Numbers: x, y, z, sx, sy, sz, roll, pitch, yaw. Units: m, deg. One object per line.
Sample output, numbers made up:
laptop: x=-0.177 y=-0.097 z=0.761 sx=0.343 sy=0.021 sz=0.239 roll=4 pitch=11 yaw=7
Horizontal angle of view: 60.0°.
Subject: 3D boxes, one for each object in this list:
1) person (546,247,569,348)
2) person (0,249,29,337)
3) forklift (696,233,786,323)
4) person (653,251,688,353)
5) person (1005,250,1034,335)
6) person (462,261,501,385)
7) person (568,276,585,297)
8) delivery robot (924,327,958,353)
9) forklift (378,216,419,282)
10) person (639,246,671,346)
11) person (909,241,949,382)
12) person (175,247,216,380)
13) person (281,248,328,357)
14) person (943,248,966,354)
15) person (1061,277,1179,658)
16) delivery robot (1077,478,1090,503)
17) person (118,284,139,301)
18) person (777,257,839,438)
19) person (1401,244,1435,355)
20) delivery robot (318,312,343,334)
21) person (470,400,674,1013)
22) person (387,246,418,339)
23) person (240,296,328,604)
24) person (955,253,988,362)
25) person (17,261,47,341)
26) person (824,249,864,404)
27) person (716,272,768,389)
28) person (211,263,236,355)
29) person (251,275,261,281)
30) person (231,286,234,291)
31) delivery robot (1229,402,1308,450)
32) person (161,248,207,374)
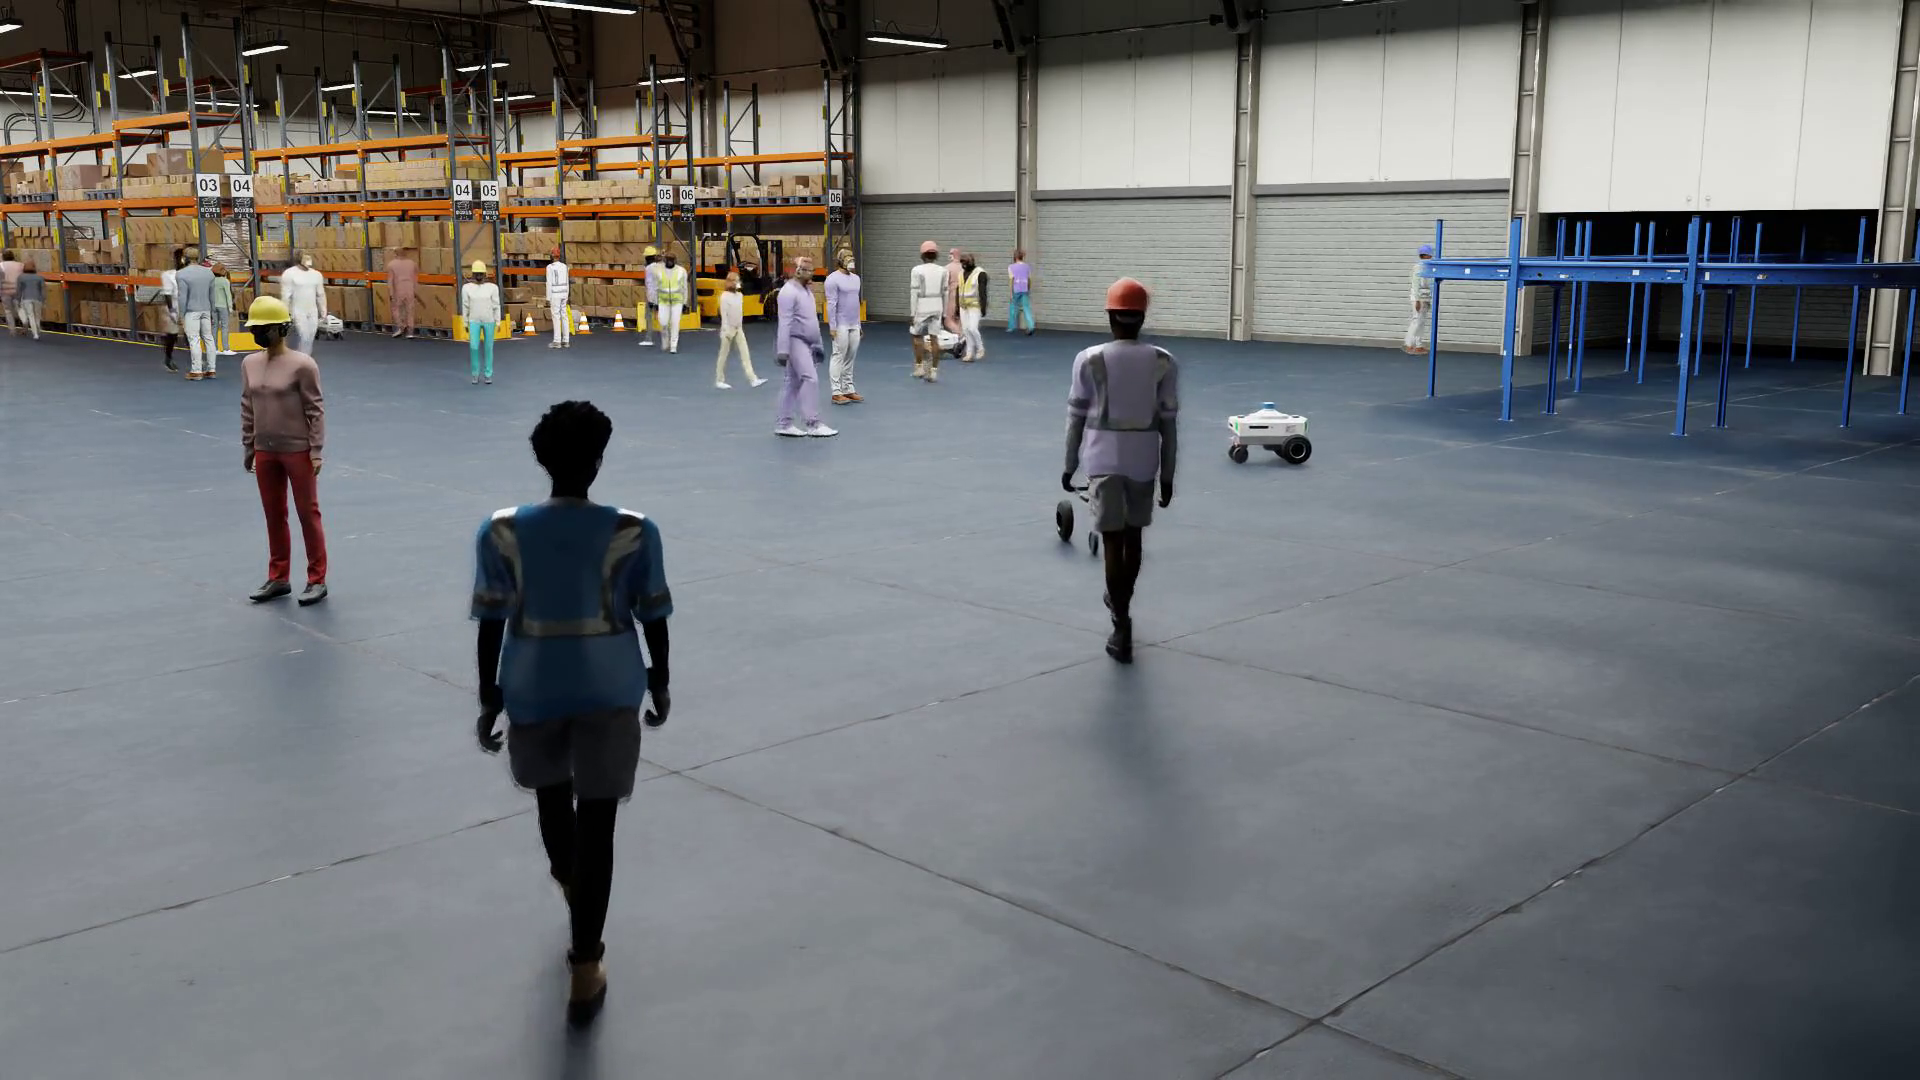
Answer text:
person: x=-7.608 y=-4.583 z=31.458 sx=0.349 sy=1.882 sz=0.573 roll=5 pitch=11 yaw=25
person: x=-19.804 y=-5.158 z=34.772 sx=0.631 sy=1.821 sz=0.645 roll=-9 pitch=14 yaw=-41
forklift: x=-5.496 y=-6.489 z=41.108 sx=2.313 sy=2.155 sz=1.214 roll=-10 pitch=14 yaw=-44
person: x=-5.214 y=-4.289 z=30.007 sx=0.621 sy=1.826 sz=0.435 roll=-1 pitch=10 yaw=-7
person: x=1.291 y=-5.288 z=35.525 sx=0.584 sy=1.806 sz=0.956 roll=-6 pitch=12 yaw=-28
person: x=-6.781 y=-3.076 z=23.604 sx=0.532 sy=1.740 sz=0.723 roll=-3 pitch=11 yaw=-14
person: x=-9.962 y=-6.712 z=42.913 sx=0.630 sy=1.935 sz=0.509 roll=-9 pitch=14 yaw=-40
delivery robot: x=-0.325 y=-3.441 z=28.707 sx=0.477 sy=0.478 sz=0.707 roll=6 pitch=12 yaw=29
forklift: x=-17.868 y=-9.201 z=54.028 sx=1.873 sy=2.768 sz=1.129 roll=-10 pitch=14 yaw=-44
person: x=-5.820 y=-4.672 z=31.864 sx=0.710 sy=1.911 sz=0.597 roll=4 pitch=11 yaw=22
person: x=-0.491 y=-3.329 z=24.223 sx=0.655 sy=2.022 sz=0.665 roll=-5 pitch=12 yaw=-27
person: x=-11.252 y=-3.338 z=24.506 sx=0.366 sy=1.940 sz=0.635 roll=5 pitch=12 yaw=26
person: x=-9.543 y=-3.297 z=24.348 sx=0.709 sy=1.911 sz=0.654 roll=7 pitch=13 yaw=34
person: x=-0.044 y=-4.242 z=29.586 sx=0.699 sy=1.879 sz=0.519 roll=-9 pitch=13 yaw=-39
person: x=0.812 y=-0.402 z=8.634 sx=0.549 sy=1.891 sz=0.962 roll=-2 pitch=11 yaw=-10
delivery robot: x=0.981 y=-0.405 z=11.441 sx=0.335 sy=0.223 sz=0.699 roll=-2 pitch=10 yaw=-10
person: x=-20.395 y=-6.294 z=40.791 sx=0.340 sy=1.882 sz=0.578 roll=5 pitch=11 yaw=24
person: x=-1.554 y=-2.000 z=17.364 sx=0.840 sy=1.873 sz=0.685 roll=2 pitch=11 yaw=13
person: x=8.210 y=-4.284 z=29.664 sx=0.518 sy=1.942 sz=0.691 roll=6 pitch=12 yaw=32
delivery robot: x=-12.926 y=-4.424 z=34.065 sx=0.477 sy=0.478 sz=0.707 roll=-9 pitch=13 yaw=-40
person: x=-1.081 y=0.424 z=4.777 sx=0.544 sy=1.642 sz=0.872 roll=0 pitch=10 yaw=-1
person: x=-11.452 y=-5.076 z=34.152 sx=0.665 sy=1.886 sz=0.623 roll=-8 pitch=13 yaw=-36
person: x=-3.910 y=-0.513 z=9.577 sx=0.532 sy=1.767 sz=0.328 roll=3 pitch=11 yaw=17
person: x=0.186 y=-3.888 z=27.851 sx=0.677 sy=1.812 sz=0.436 roll=9 pitch=14 yaw=41
person: x=-18.791 y=-4.846 z=33.675 sx=0.510 sy=1.593 sz=0.833 roll=-7 pitch=13 yaw=-35
person: x=-1.448 y=-2.702 z=21.037 sx=0.361 sy=1.939 sz=0.635 roll=7 pitch=12 yaw=32
person: x=-3.057 y=-2.864 z=22.846 sx=0.829 sy=1.588 sz=0.530 roll=6 pitch=12 yaw=30
person: x=-13.127 y=-4.100 z=29.516 sx=0.499 sy=1.627 sz=0.270 roll=3 pitch=11 yaw=14
person: x=-20.064 y=-7.479 z=47.399 sx=0.834 sy=1.815 sz=0.650 roll=7 pitch=13 yaw=35
person: x=-20.381 y=-7.338 z=46.472 sx=0.409 sy=1.888 sz=0.634 roll=3 pitch=11 yaw=15
delivery robot: x=2.906 y=-1.055 z=15.695 sx=0.707 sy=0.478 sz=0.477 roll=0 pitch=10 yaw=-1
person: x=-12.019 y=-3.529 z=25.663 sx=1.013 sy=1.923 sz=0.602 roll=7 pitch=13 yaw=35
